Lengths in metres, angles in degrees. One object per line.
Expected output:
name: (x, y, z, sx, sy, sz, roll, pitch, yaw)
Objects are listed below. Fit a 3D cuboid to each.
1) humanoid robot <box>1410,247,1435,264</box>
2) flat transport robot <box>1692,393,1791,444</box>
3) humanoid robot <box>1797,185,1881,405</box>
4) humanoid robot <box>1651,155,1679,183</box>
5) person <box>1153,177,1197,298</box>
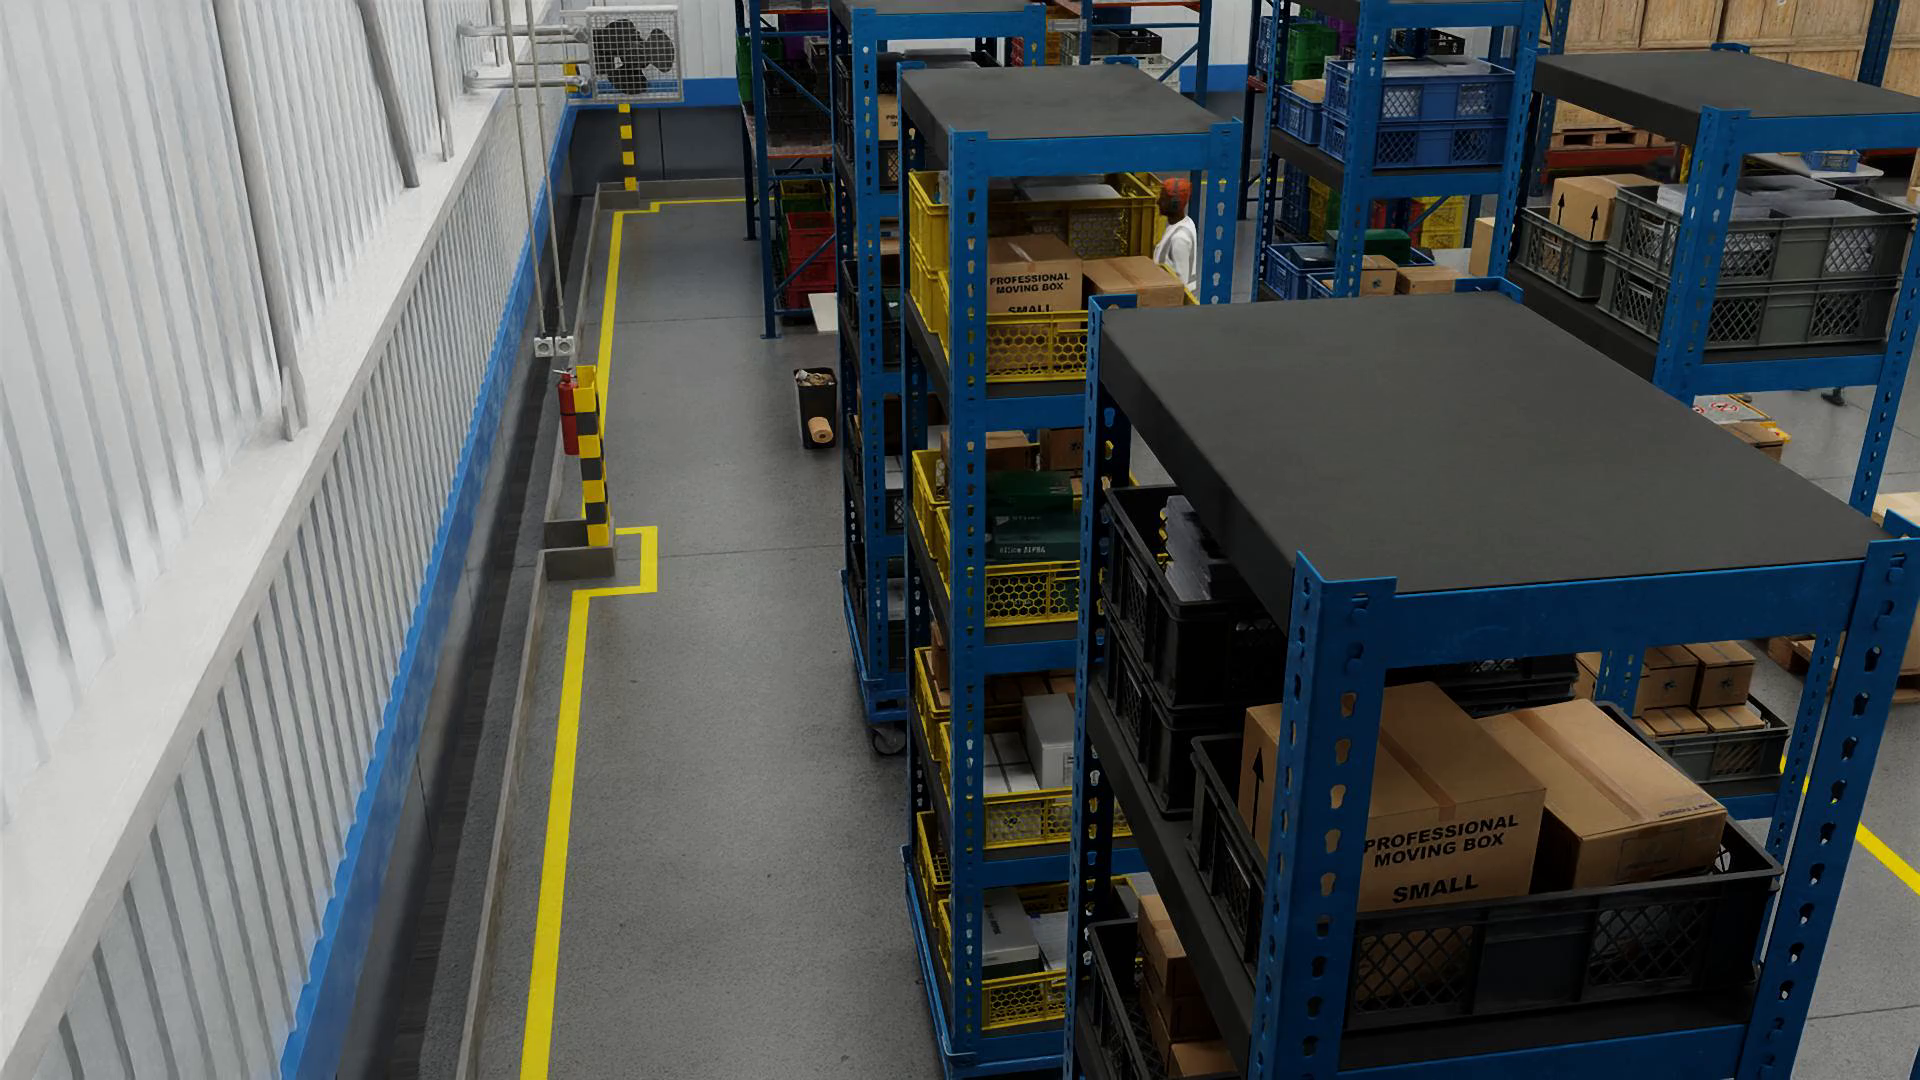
humanoid robot: (2.992, -1.134, 11.061, 0.589, 1.657, 0.327, 5, 25, 12)
flat transport robot: (5.224, -0.859, 12.132, 1.431, 0.197, 0.652, -4, 25, -8)
humanoid robot: (6.739, -1.896, 12.746, 0.574, 1.635, 0.632, -3, 25, -6)
humanoid robot: (5.572, -2.361, 13.766, 0.541, 1.647, 0.618, 5, 25, 12)
person: (1.528, -1.678, 12.014, 0.354, 1.883, 0.572, 3, 25, 6)
